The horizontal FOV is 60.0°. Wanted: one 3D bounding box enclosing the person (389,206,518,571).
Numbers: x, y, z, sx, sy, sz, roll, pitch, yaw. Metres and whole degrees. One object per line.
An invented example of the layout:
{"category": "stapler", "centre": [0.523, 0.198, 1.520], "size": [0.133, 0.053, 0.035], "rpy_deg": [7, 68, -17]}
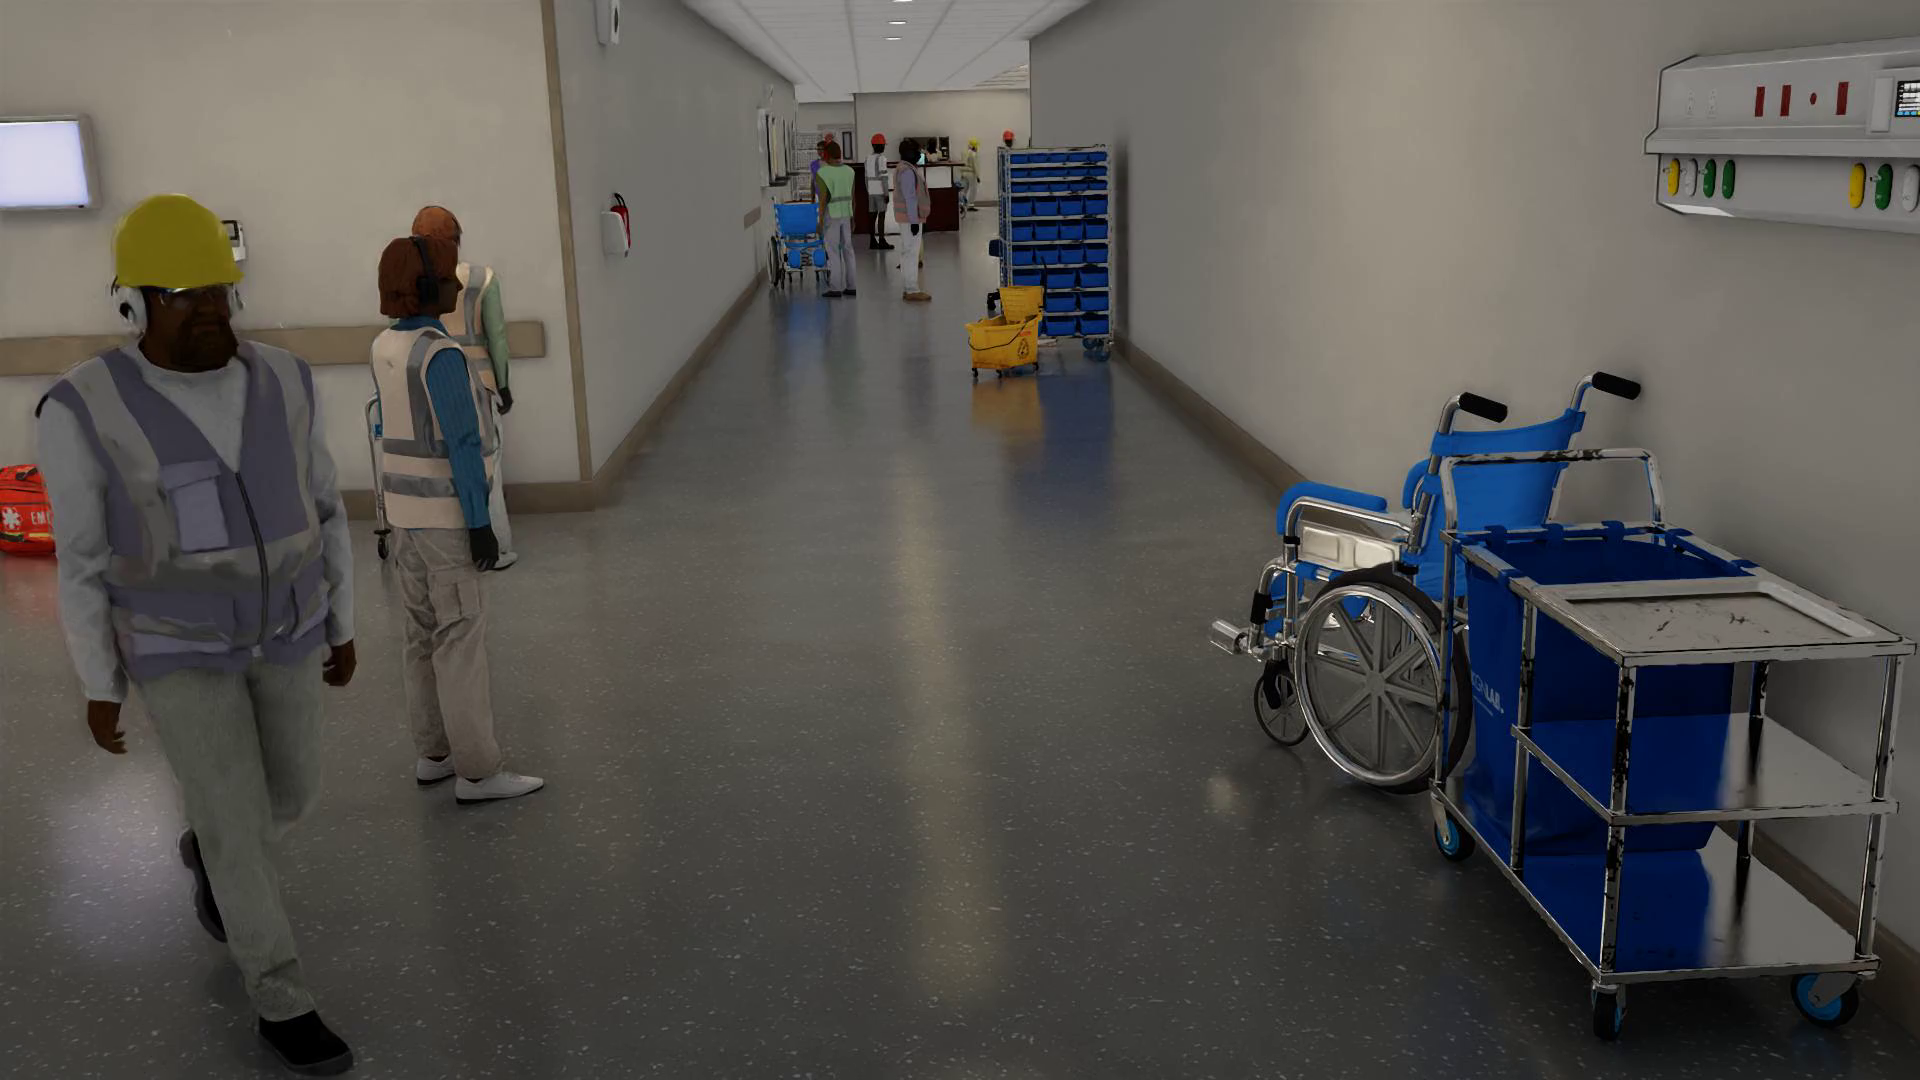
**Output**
{"category": "person", "centre": [-2.257, -0.657, 7.410], "size": [0.514, 1.633, 0.314], "rpy_deg": [-3, 14, -4]}

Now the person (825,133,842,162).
{"category": "person", "centre": [-2.937, -8.338, 38.290], "size": [0.394, 1.994, 0.612], "rpy_deg": [7, 16, 32]}

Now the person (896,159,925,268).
{"category": "person", "centre": [-0.723, -4.734, 23.975], "size": [0.501, 1.633, 0.279], "rpy_deg": [4, 15, 23]}

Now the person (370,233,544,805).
{"category": "person", "centre": [-1.493, -0.052, 4.806], "size": [0.311, 1.642, 0.513], "rpy_deg": [-13, 18, -40]}

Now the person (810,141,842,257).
{"category": "person", "centre": [-2.110, -5.427, 26.546], "size": [0.574, 1.843, 0.374], "rpy_deg": [3, 15, 20]}

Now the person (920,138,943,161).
{"category": "person", "centre": [-0.624, -8.201, 37.805], "size": [0.633, 1.835, 0.429], "rpy_deg": [-10, 16, -31]}

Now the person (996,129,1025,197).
{"category": "person", "centre": [1.098, -7.791, 35.635], "size": [0.615, 1.973, 0.856], "rpy_deg": [0, 14, 7]}

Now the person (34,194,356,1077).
{"category": "person", "centre": [-1.596, 0.179, 3.538], "size": [0.791, 1.806, 0.600], "rpy_deg": [10, 18, 39]}

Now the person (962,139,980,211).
{"category": "person", "centre": [0.250, -9.078, 41.416], "size": [0.408, 1.787, 0.689], "rpy_deg": [-10, 16, -30]}

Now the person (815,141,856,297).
{"category": "person", "centre": [-1.468, -3.839, 19.945], "size": [0.571, 1.843, 0.373], "rpy_deg": [-15, 19, -43]}

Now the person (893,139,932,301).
{"category": "person", "centre": [-0.549, -3.694, 19.244], "size": [0.429, 1.847, 0.625], "rpy_deg": [-4, 14, -8]}

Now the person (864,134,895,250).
{"category": "person", "centre": [-1.368, -5.915, 28.273], "size": [0.374, 1.935, 0.552], "rpy_deg": [-12, 17, -37]}
